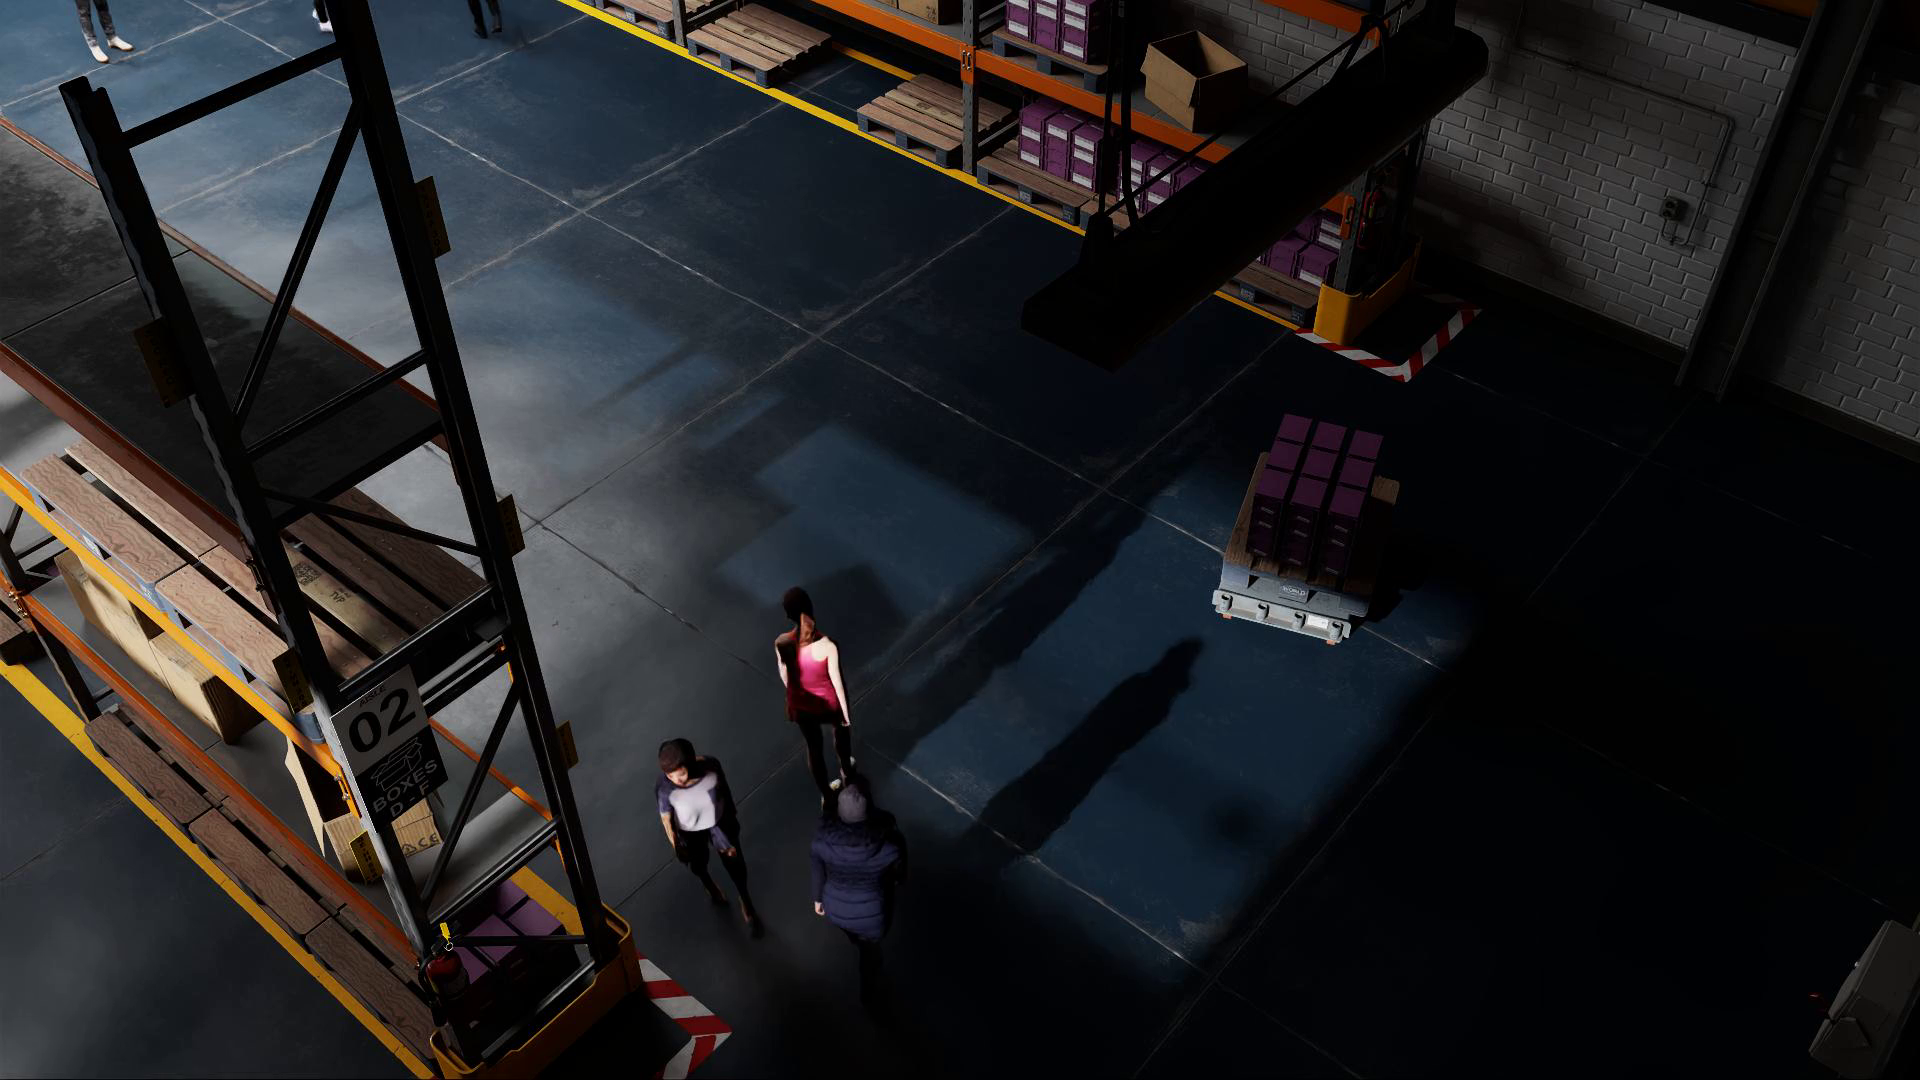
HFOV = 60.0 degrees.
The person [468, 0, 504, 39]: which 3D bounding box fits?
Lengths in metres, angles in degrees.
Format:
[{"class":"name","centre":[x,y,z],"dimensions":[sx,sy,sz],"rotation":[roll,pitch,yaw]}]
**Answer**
[{"class":"person","centre":[-5.055,-6.002,17.321],"dimensions":[0.720,1.673,0.839],"rotation":[-30,51,-27]}]

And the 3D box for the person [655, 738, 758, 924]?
[{"class":"person","centre":[-1.512,1.559,9.482],"dimensions":[0.728,1.537,0.788],"rotation":[-24,49,-23]}]

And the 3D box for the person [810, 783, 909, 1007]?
[{"class":"person","centre":[-0.549,1.972,8.963],"dimensions":[0.961,1.656,1.004],"rotation":[-1,44,-1]}]

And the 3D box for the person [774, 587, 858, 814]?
[{"class":"person","centre":[-0.878,1.028,9.901],"dimensions":[0.743,1.729,0.803],"rotation":[6,44,7]}]

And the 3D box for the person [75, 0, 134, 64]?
[{"class":"person","centre":[-9.014,-5.875,17.028],"dimensions":[0.594,1.893,0.705],"rotation":[22,48,21]}]
